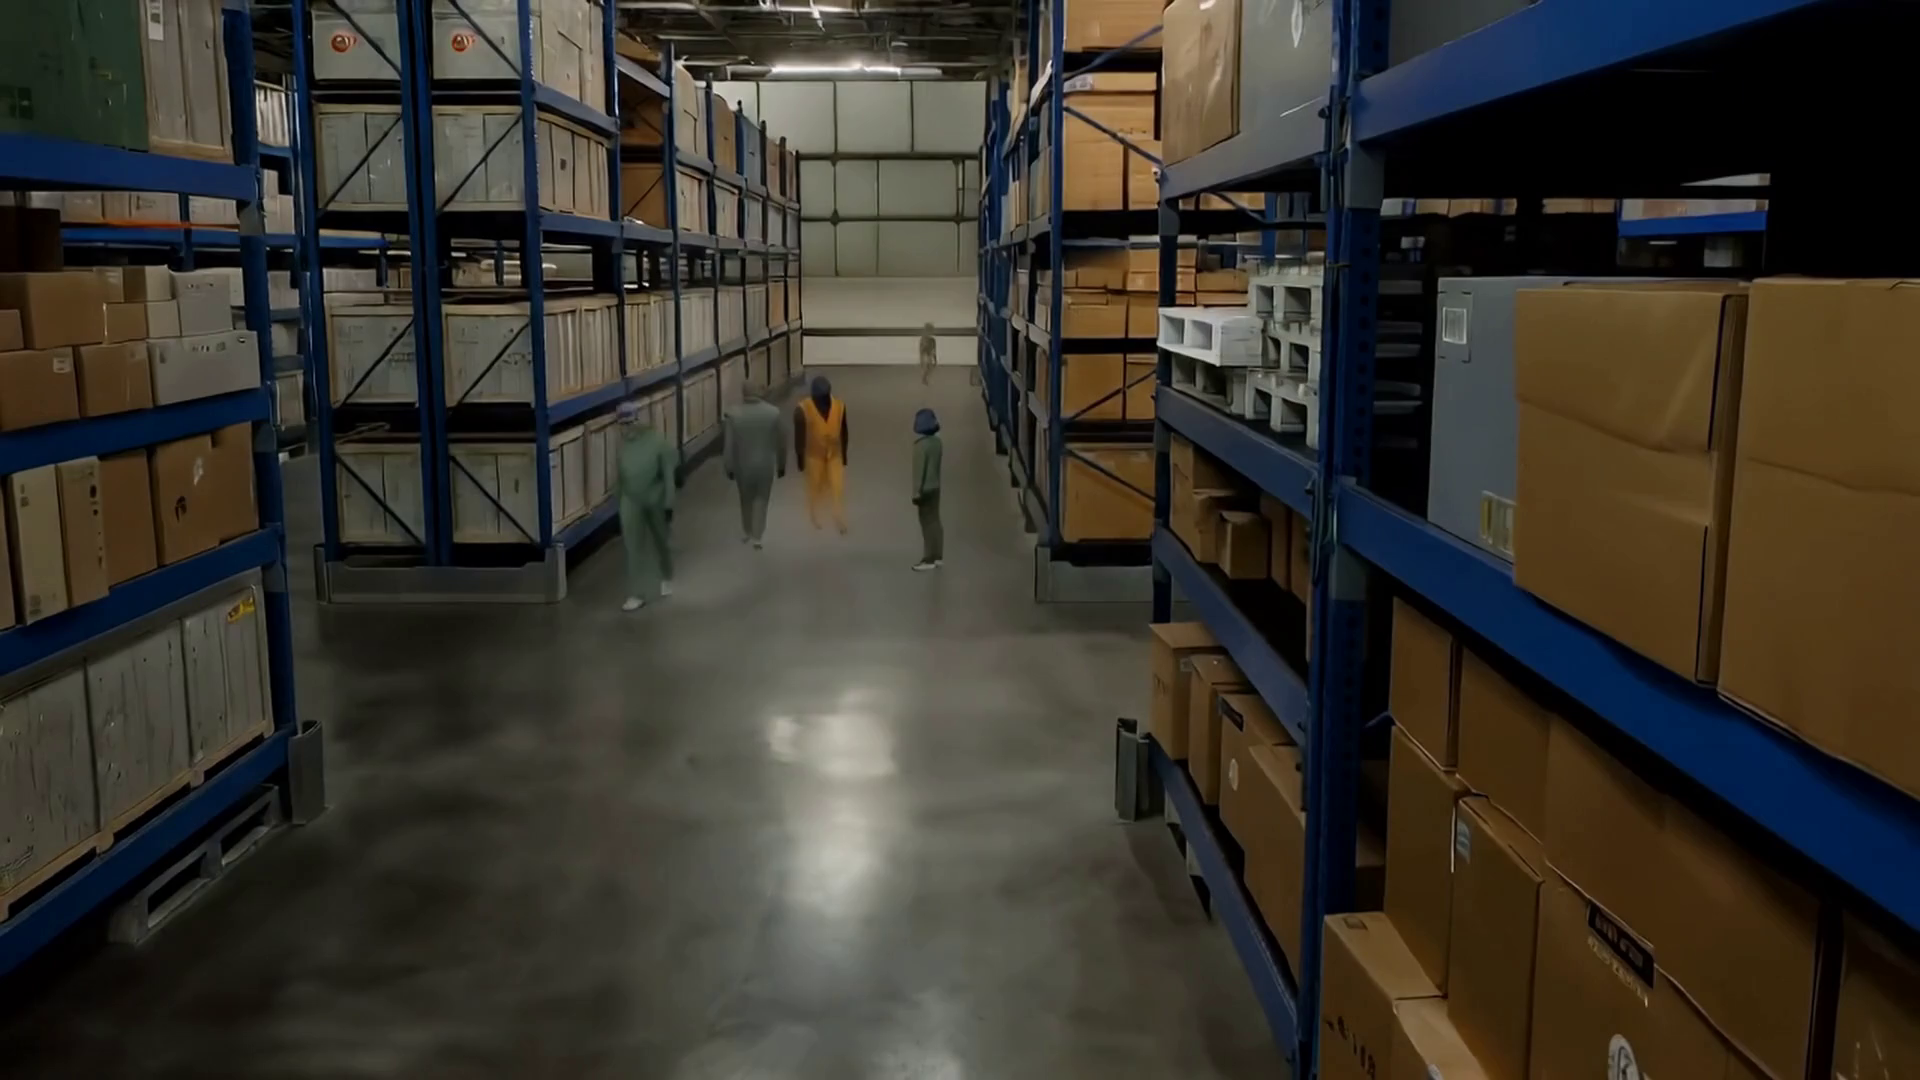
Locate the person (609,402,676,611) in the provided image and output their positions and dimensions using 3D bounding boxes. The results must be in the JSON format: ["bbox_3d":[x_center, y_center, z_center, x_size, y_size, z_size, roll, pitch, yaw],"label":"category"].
[{"bbox_3d":[-2.853,-0.338,15.091,0.666,1.847,0.980,1,9,9],"label":"person"}]

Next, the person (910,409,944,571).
[{"bbox_3d":[-0.330,-0.501,16.741,0.269,1.631,0.509,4,10,25],"label":"person"}]

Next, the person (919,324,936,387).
[{"bbox_3d":[-0.850,-4.745,42.771,0.533,1.624,0.418,6,11,33],"label":"person"}]

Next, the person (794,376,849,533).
[{"bbox_3d":[-1.545,-0.956,18.966,0.664,1.810,0.825,-4,10,-22],"label":"person"}]

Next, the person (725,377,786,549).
[{"bbox_3d":[-2.238,-0.858,18.268,0.658,1.846,1.021,-1,9,-3],"label":"person"}]
